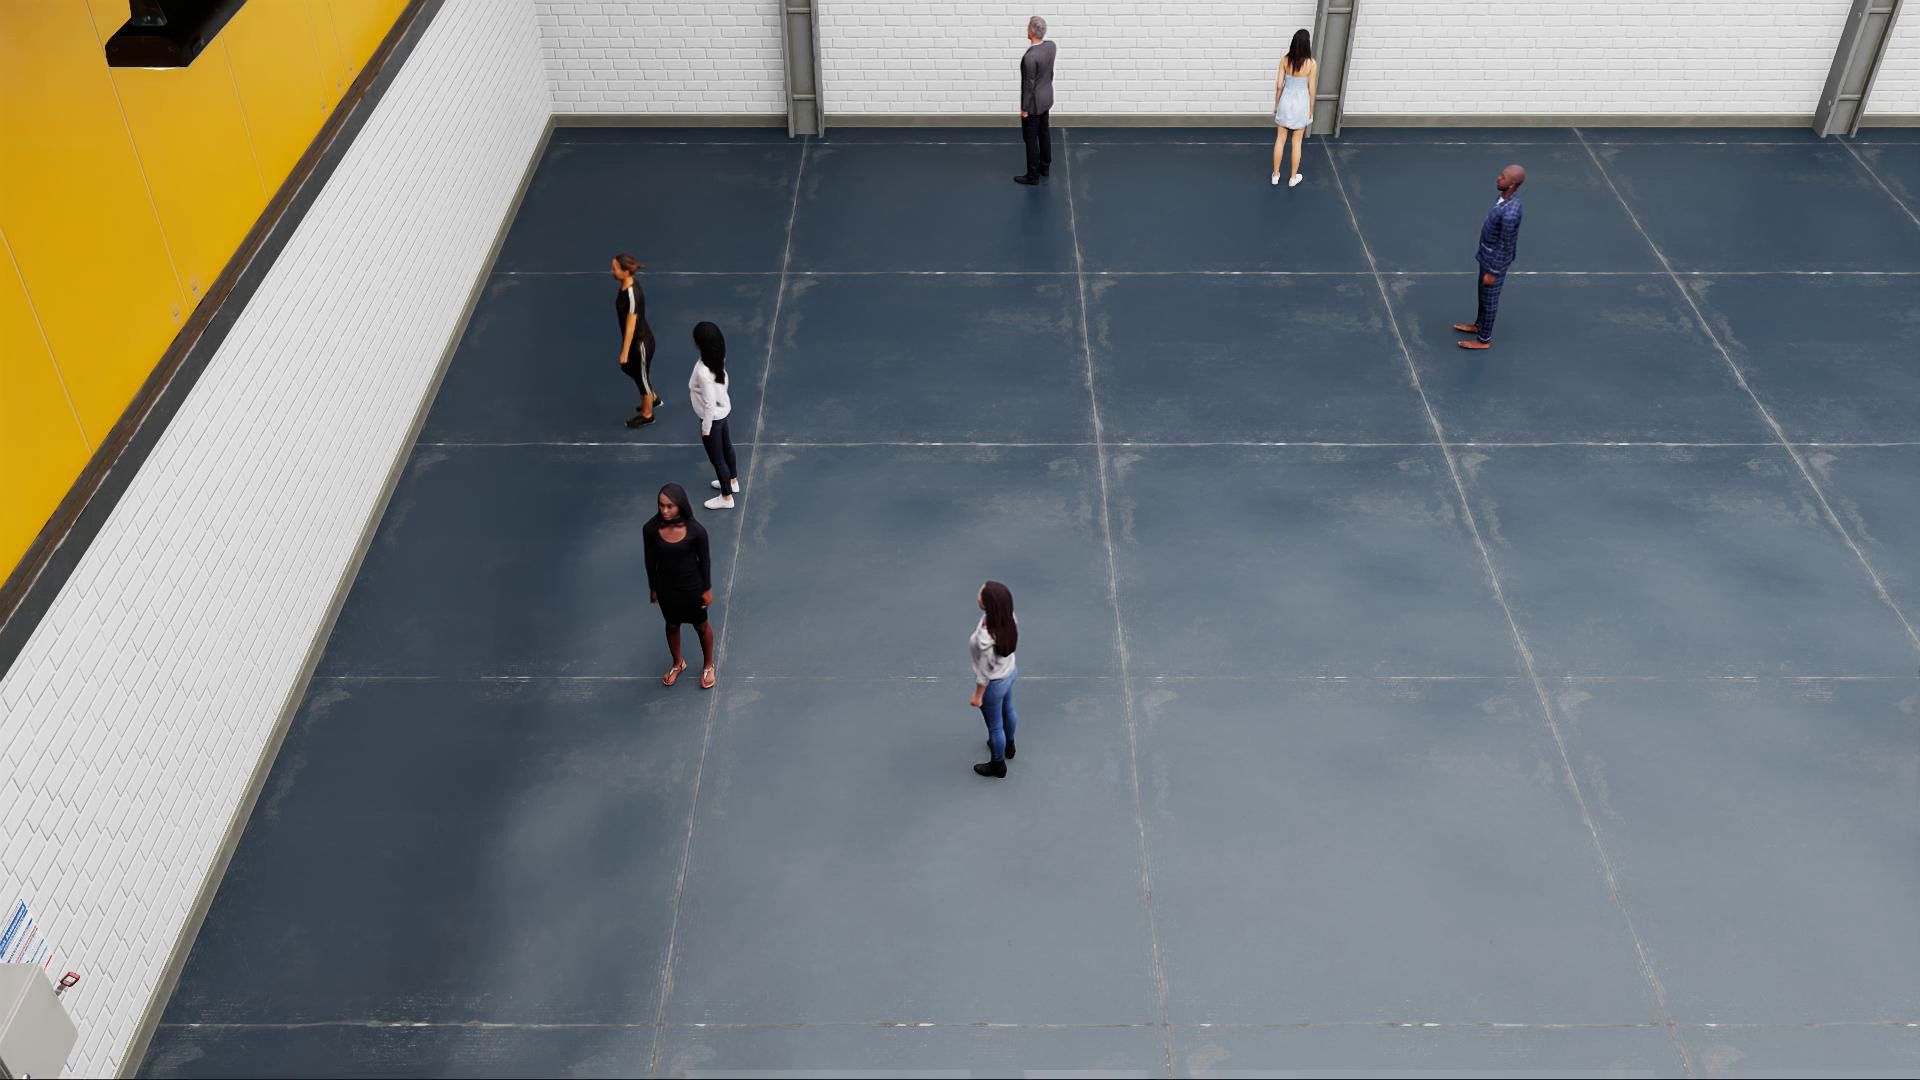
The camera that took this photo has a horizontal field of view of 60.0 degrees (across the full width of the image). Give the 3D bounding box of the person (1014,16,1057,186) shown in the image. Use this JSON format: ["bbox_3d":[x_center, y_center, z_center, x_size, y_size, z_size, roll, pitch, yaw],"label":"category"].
[{"bbox_3d":[0.815,-4.751,17.942,0.797,1.839,0.811,21,43,24],"label":"person"}]

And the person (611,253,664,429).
[{"bbox_3d":[-2.716,-1.721,14.292,0.692,1.659,0.685,-12,40,-15],"label":"person"}]

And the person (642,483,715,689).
[{"bbox_3d":[-1.955,0.326,11.680,0.470,1.720,0.695,4,39,5],"label":"person"}]

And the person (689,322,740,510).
[{"bbox_3d":[-1.971,-1.011,13.370,0.579,1.700,0.642,4,39,5],"label":"person"}]

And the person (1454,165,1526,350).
[{"bbox_3d":[4.919,-2.613,15.281,0.642,1.819,0.687,5,39,6],"label":"person"}]

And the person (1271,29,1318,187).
[{"bbox_3d":[3.586,-4.663,17.920,0.575,1.730,0.714,12,40,15],"label":"person"}]

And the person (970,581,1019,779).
[{"bbox_3d":[0.250,0.915,11.012,0.653,1.633,0.673,16,41,20],"label":"person"}]
